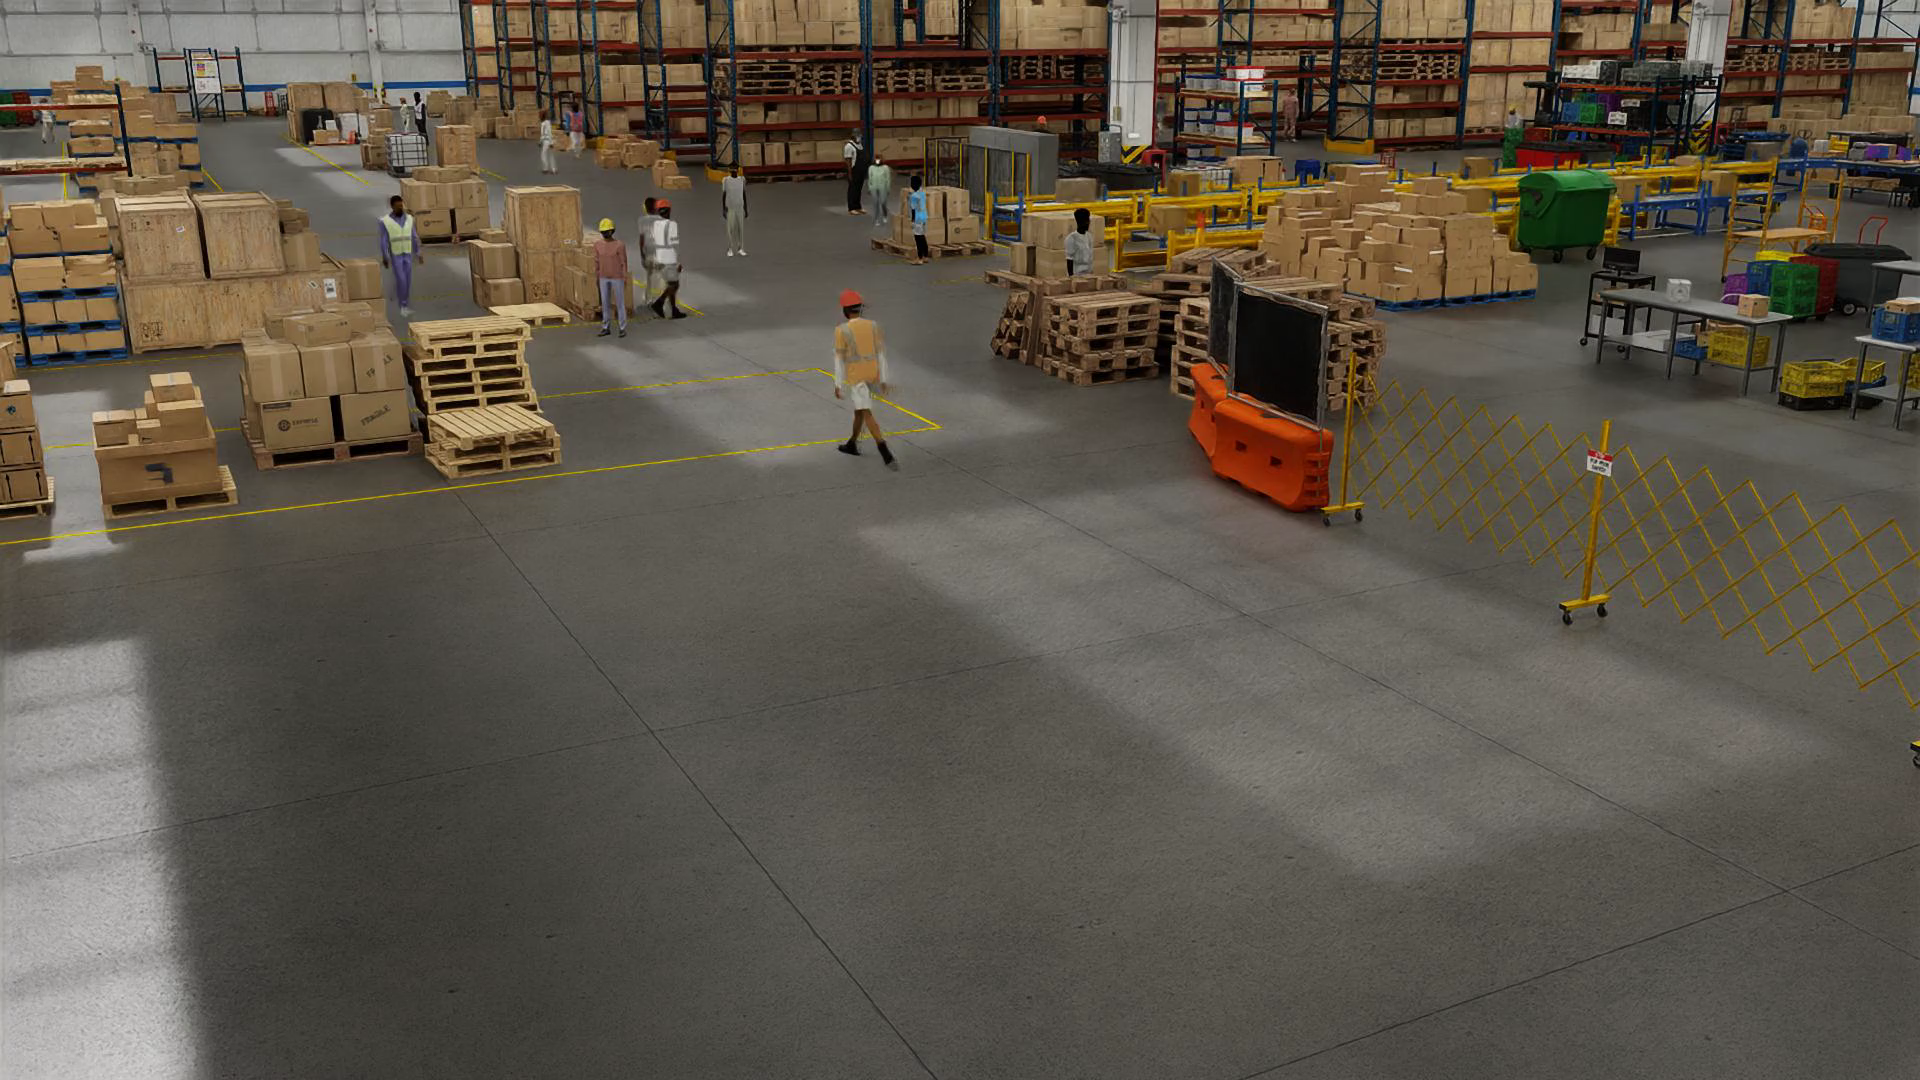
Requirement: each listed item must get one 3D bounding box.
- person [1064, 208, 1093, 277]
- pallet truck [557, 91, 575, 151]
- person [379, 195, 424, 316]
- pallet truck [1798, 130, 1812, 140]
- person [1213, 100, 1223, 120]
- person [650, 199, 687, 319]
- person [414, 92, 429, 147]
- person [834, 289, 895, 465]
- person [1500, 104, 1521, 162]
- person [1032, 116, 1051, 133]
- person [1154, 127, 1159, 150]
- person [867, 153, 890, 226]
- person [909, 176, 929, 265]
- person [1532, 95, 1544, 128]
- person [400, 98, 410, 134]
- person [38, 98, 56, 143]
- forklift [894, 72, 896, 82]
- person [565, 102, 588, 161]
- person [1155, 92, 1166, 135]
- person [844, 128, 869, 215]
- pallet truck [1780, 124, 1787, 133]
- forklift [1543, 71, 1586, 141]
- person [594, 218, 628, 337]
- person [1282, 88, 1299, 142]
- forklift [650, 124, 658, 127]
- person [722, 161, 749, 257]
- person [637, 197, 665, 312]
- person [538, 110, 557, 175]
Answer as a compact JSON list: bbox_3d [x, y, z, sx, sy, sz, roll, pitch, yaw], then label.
[{"bbox_3d":[1.765,-3.873,24.381,0.367,1.966,0.607,12,22,34],"label":"person"},{"bbox_3d":[-13.495,-14.412,57.188,0.823,1.965,1.885,-3,18,-9],"label":"pallet truck"},{"bbox_3d":[-8.877,-4.543,26.592,0.663,1.898,0.594,14,23,37],"label":"person"},{"bbox_3d":[25.526,-11.556,49.408,1.630,1.274,0.653,-9,20,-26],"label":"pallet truck"},{"bbox_3d":[9.378,-15.247,60.353,0.870,1.655,0.539,9,20,26],"label":"person"},{"bbox_3d":[-4.666,-4.386,26.128,0.591,1.888,0.643,16,24,41],"label":"person"},{"bbox_3d":[-18.922,-14.752,58.397,0.593,1.909,0.383,16,24,41],"label":"person"},{"bbox_3d":[-1.020,-1.740,17.924,0.558,1.871,1.002,-14,22,-36],"label":"person"},{"bbox_3d":[17.683,-13.002,53.104,0.763,1.811,0.602,-9,20,-25],"label":"person"},{"bbox_3d":[2.148,-10.218,44.116,0.608,1.995,0.377,-6,19,-19],"label":"person"},{"bbox_3d":[5.063,-10.176,44.427,0.901,1.726,0.521,-8,20,-24],"label":"person"},{"bbox_3d":[-1.842,-7.904,37.510,0.505,1.622,0.343,3,18,9],"label":"person"},{"bbox_3d":[-0.794,-6.108,31.805,0.323,1.690,0.536,7,19,22],"label":"person"},{"bbox_3d":[19.552,-14.005,56.033,0.598,1.924,0.570,-8,19,-22],"label":"person"},{"bbox_3d":[-20.012,-15.126,60.008,0.314,1.629,0.509,-8,19,-22],"label":"person"},{"bbox_3d":[-33.017,-15.146,60.094,0.521,1.618,0.709,-2,18,-6],"label":"person"},{"bbox_3d":[-1.689,-13.186,51.944,1.873,2.768,1.129,-9,20,-26],"label":"forklift"},{"bbox_3d":[-12.263,-13.116,53.428,0.640,1.819,0.714,-14,23,-37],"label":"person"},{"bbox_3d":[7.715,-16.419,64.054,0.506,1.621,0.407,-8,19,-24],"label":"person"},{"bbox_3d":[-2.425,-8.764,39.510,0.535,2.000,0.686,8,20,24],"label":"person"},{"bbox_3d":[25.206,-12.542,52.601,1.601,1.201,0.680,0,18,-2],"label":"pallet truck"},{"bbox_3d":[18.685,-13.231,52.085,1.873,2.768,1.129,-9,20,-26],"label":"forklift"},{"bbox_3d":[-5.205,-3.904,24.802,0.526,1.768,0.331,4,18,12],"label":"person"},{"bbox_3d":[12.125,-15.552,60.888,0.651,1.906,0.409,14,22,37],"label":"person"},{"bbox_3d":[-12.701,-18.422,68.268,1.873,2.768,1.129,15,23,39],"label":"forklift"},{"bbox_3d":[-4.439,-6.547,32.884,0.534,1.863,0.310,-9,20,-25],"label":"person"},{"bbox_3d":[-4.972,-4.660,27.090,0.532,1.810,1.015,-6,19,-19],"label":"person"},{"bbox_3d":[-12.219,-11.680,48.904,0.696,1.856,0.587,-6,19,-17],"label":"person"}]
